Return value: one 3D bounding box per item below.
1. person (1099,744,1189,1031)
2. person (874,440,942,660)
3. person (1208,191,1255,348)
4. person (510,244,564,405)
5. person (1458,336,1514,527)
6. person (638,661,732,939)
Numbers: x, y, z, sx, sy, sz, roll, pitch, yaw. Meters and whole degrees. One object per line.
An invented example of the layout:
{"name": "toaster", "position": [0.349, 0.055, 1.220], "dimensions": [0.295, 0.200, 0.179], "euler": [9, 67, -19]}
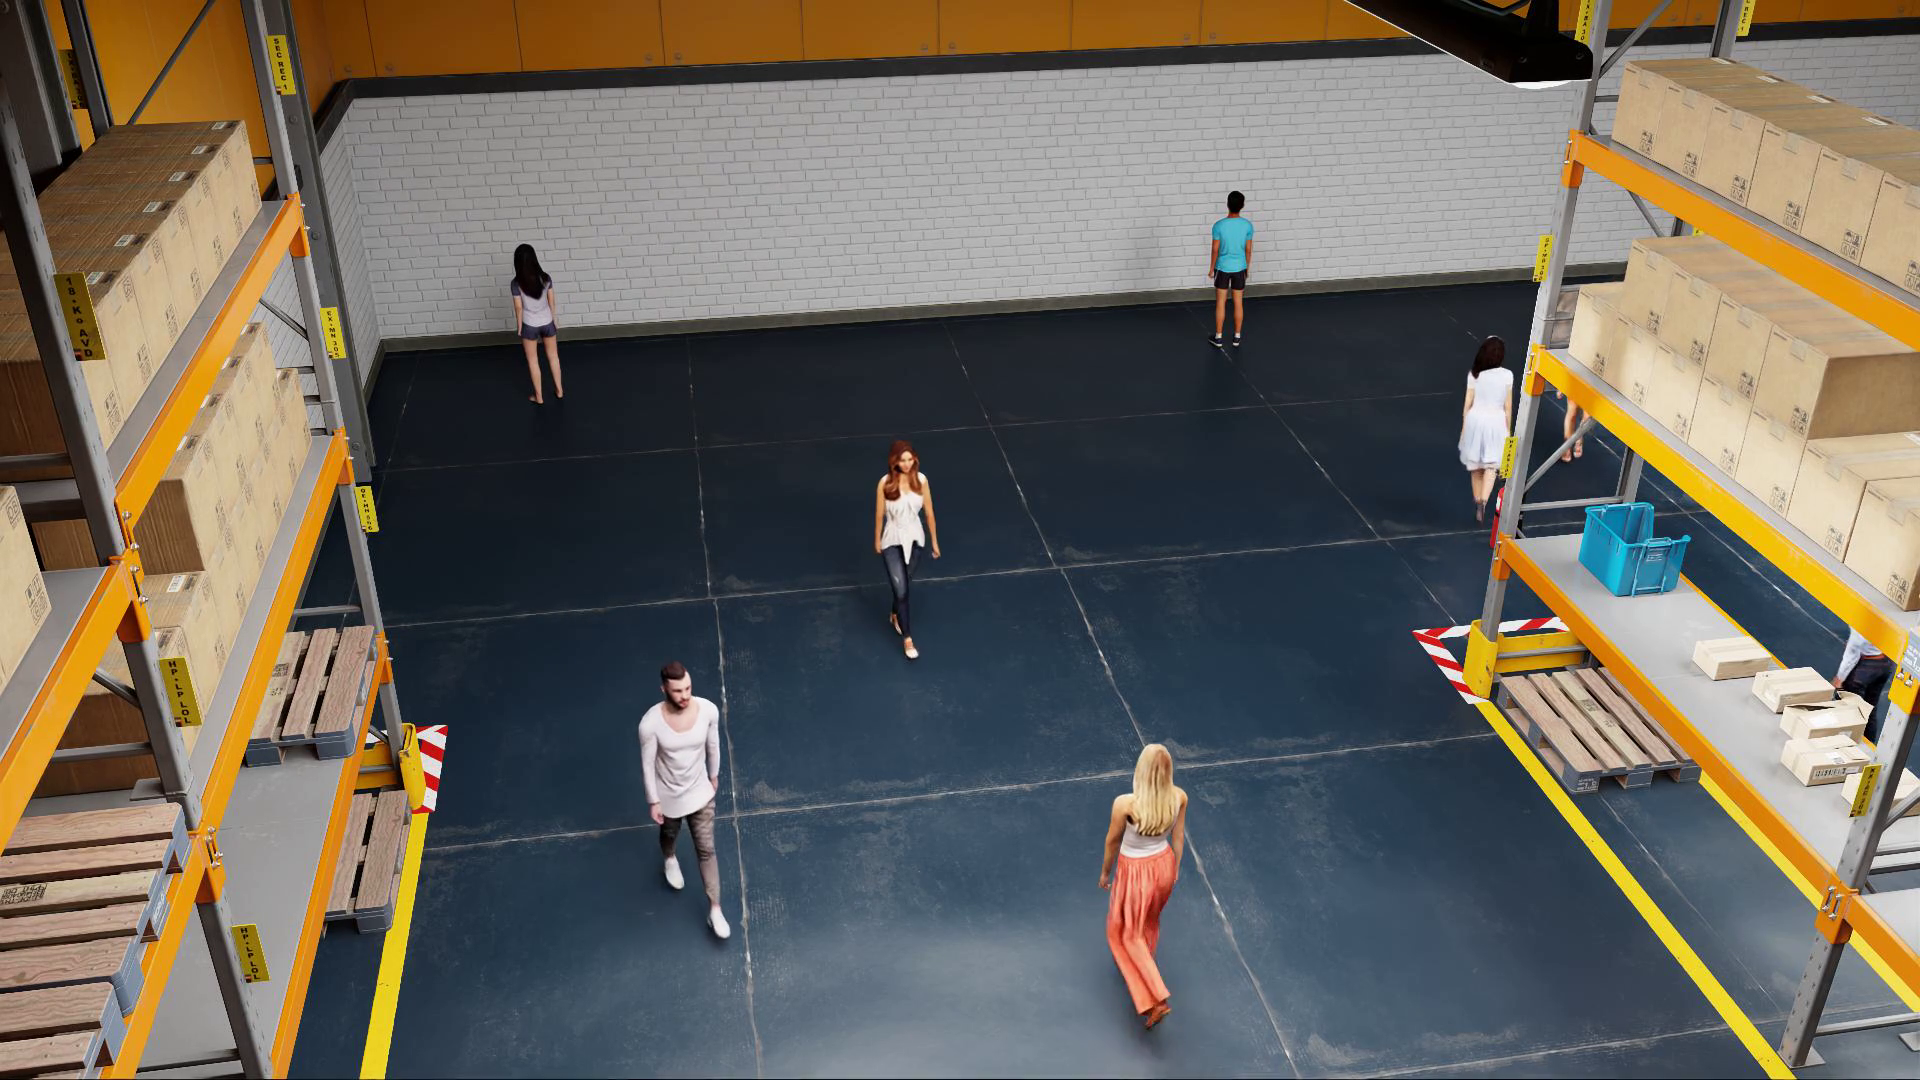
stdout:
{"name": "person", "position": [1.069, 1.985, 9.468], "dimensions": [0.725, 1.781, 1.059], "euler": [-9, 30, -15]}
{"name": "person", "position": [-0.481, -0.013, 13.153], "dimensions": [0.741, 1.759, 1.007], "euler": [-12, 31, -20]}
{"name": "person", "position": [3.046, -3.042, 18.688], "dimensions": [0.636, 1.777, 0.554], "euler": [-1, 29, -3]}
{"name": "person", "position": [-4.413, -2.257, 17.322], "dimensions": [0.668, 1.707, 0.661], "euler": [-18, 34, -30]}
{"name": "person", "position": [4.633, -0.883, 14.720], "dimensions": [0.886, 1.787, 1.012], "euler": [11, 30, 19]}
{"name": "person", "position": [-1.759, 1.512, 10.317], "dimensions": [0.815, 1.798, 1.190], "euler": [-11, 30, -19]}
